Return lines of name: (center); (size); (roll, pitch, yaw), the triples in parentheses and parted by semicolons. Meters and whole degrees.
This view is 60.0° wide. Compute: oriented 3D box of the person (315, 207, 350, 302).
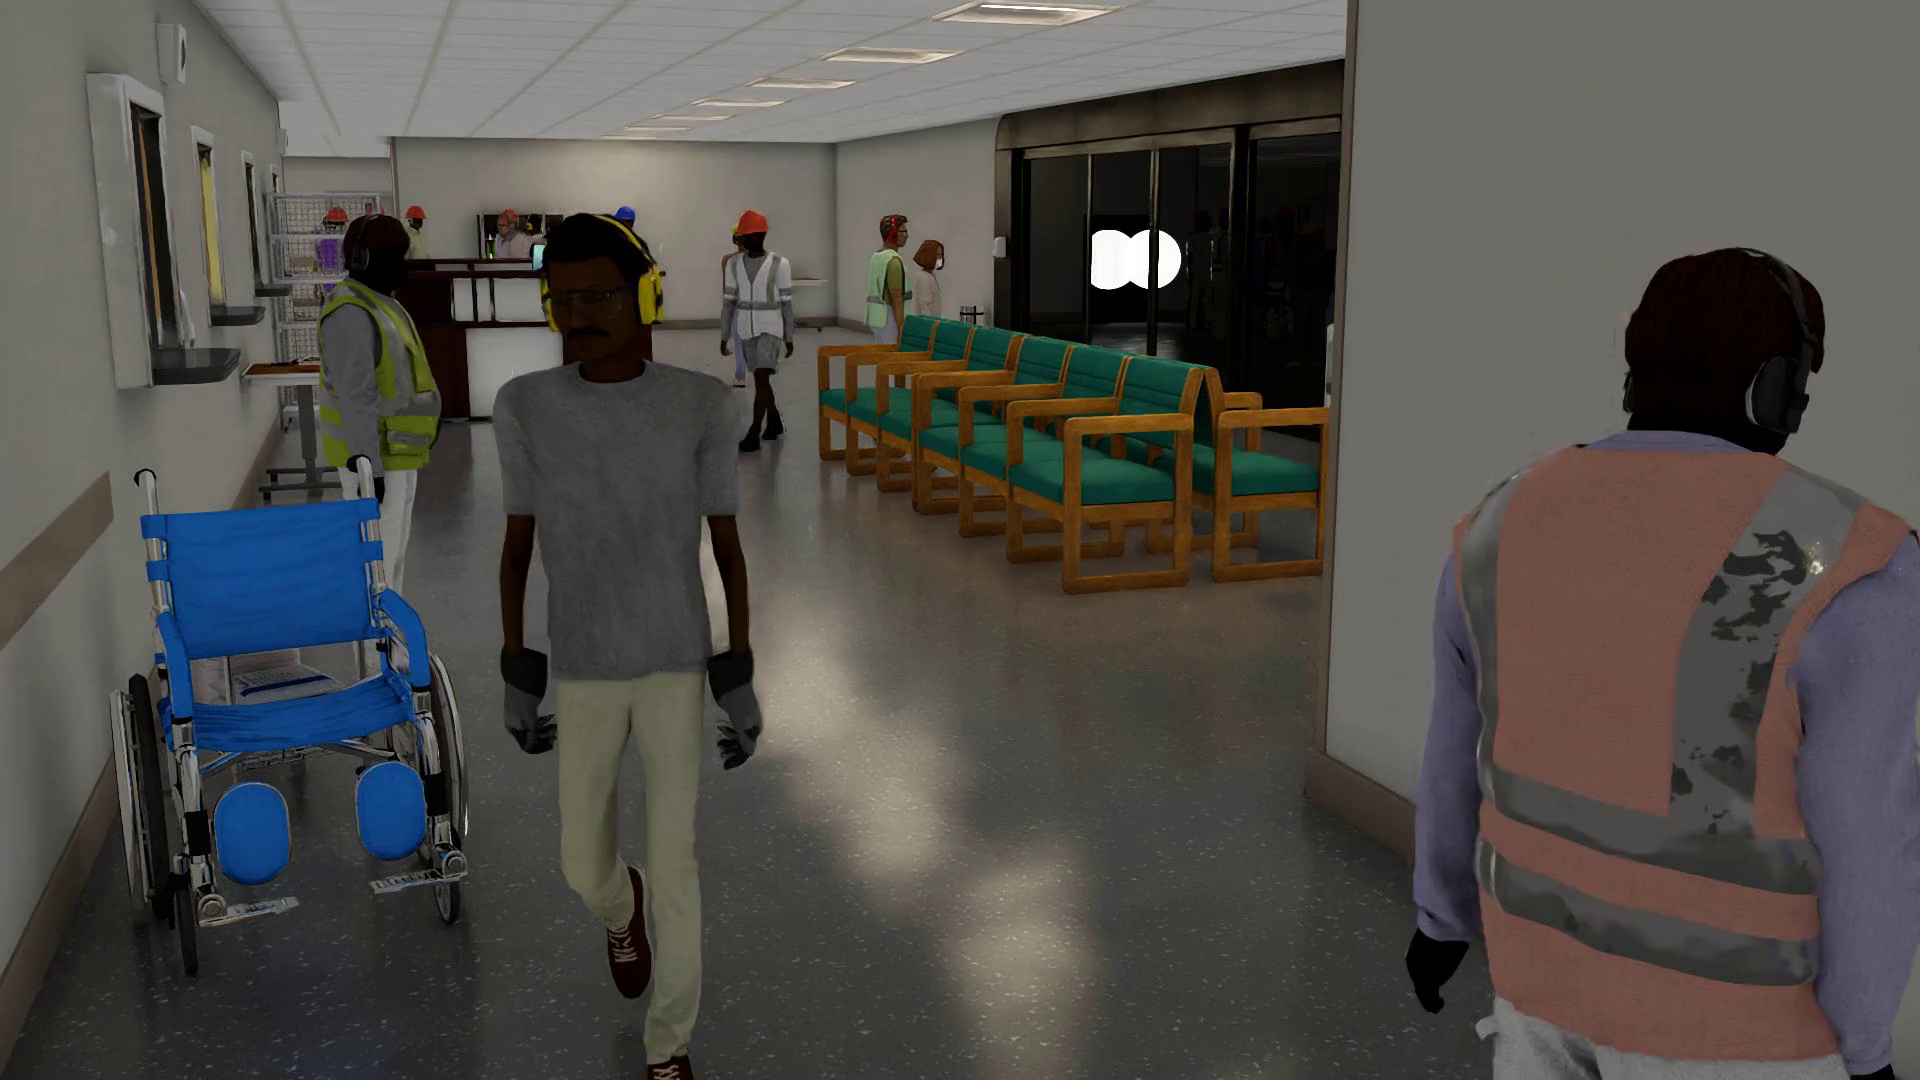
person: (-7.381, -2.987, 19.830); (0.543, 1.939, 0.370); (5, 12, 23)

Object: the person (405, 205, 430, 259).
person: (-7.908, -3.867, 24.248); (0.425, 1.985, 0.623); (3, 11, 16)

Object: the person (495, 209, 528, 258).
person: (-6.228, -3.636, 23.199); (0.550, 1.928, 0.389); (3, 11, 14)

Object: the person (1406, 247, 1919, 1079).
person: (0.860, 0.553, 2.081); (0.527, 1.796, 0.787); (-6, 12, -28)

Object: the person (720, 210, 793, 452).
person: (-1.608, -1.685, 13.323); (0.565, 1.888, 1.020); (4, 12, 19)

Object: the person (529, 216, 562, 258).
person: (-5.005, -3.084, 20.614); (0.429, 1.835, 0.627); (9, 14, 40)

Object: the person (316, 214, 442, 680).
person: (-2.185, -0.303, 6.326); (0.430, 1.839, 0.626); (-2, 11, -8)

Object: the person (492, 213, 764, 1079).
person: (-0.670, 0.257, 3.461); (0.540, 1.847, 0.628); (-1, 11, -5)

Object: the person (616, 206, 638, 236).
person: (-4.121, -3.168, 20.728); (0.379, 1.951, 0.606); (-7, 13, -31)

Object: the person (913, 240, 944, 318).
person: (-0.271, -1.740, 14.225); (0.284, 1.633, 0.498); (0, 11, 1)

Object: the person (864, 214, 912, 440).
person: (-0.570, -1.705, 13.496); (0.390, 1.846, 0.564); (-4, 12, -20)
